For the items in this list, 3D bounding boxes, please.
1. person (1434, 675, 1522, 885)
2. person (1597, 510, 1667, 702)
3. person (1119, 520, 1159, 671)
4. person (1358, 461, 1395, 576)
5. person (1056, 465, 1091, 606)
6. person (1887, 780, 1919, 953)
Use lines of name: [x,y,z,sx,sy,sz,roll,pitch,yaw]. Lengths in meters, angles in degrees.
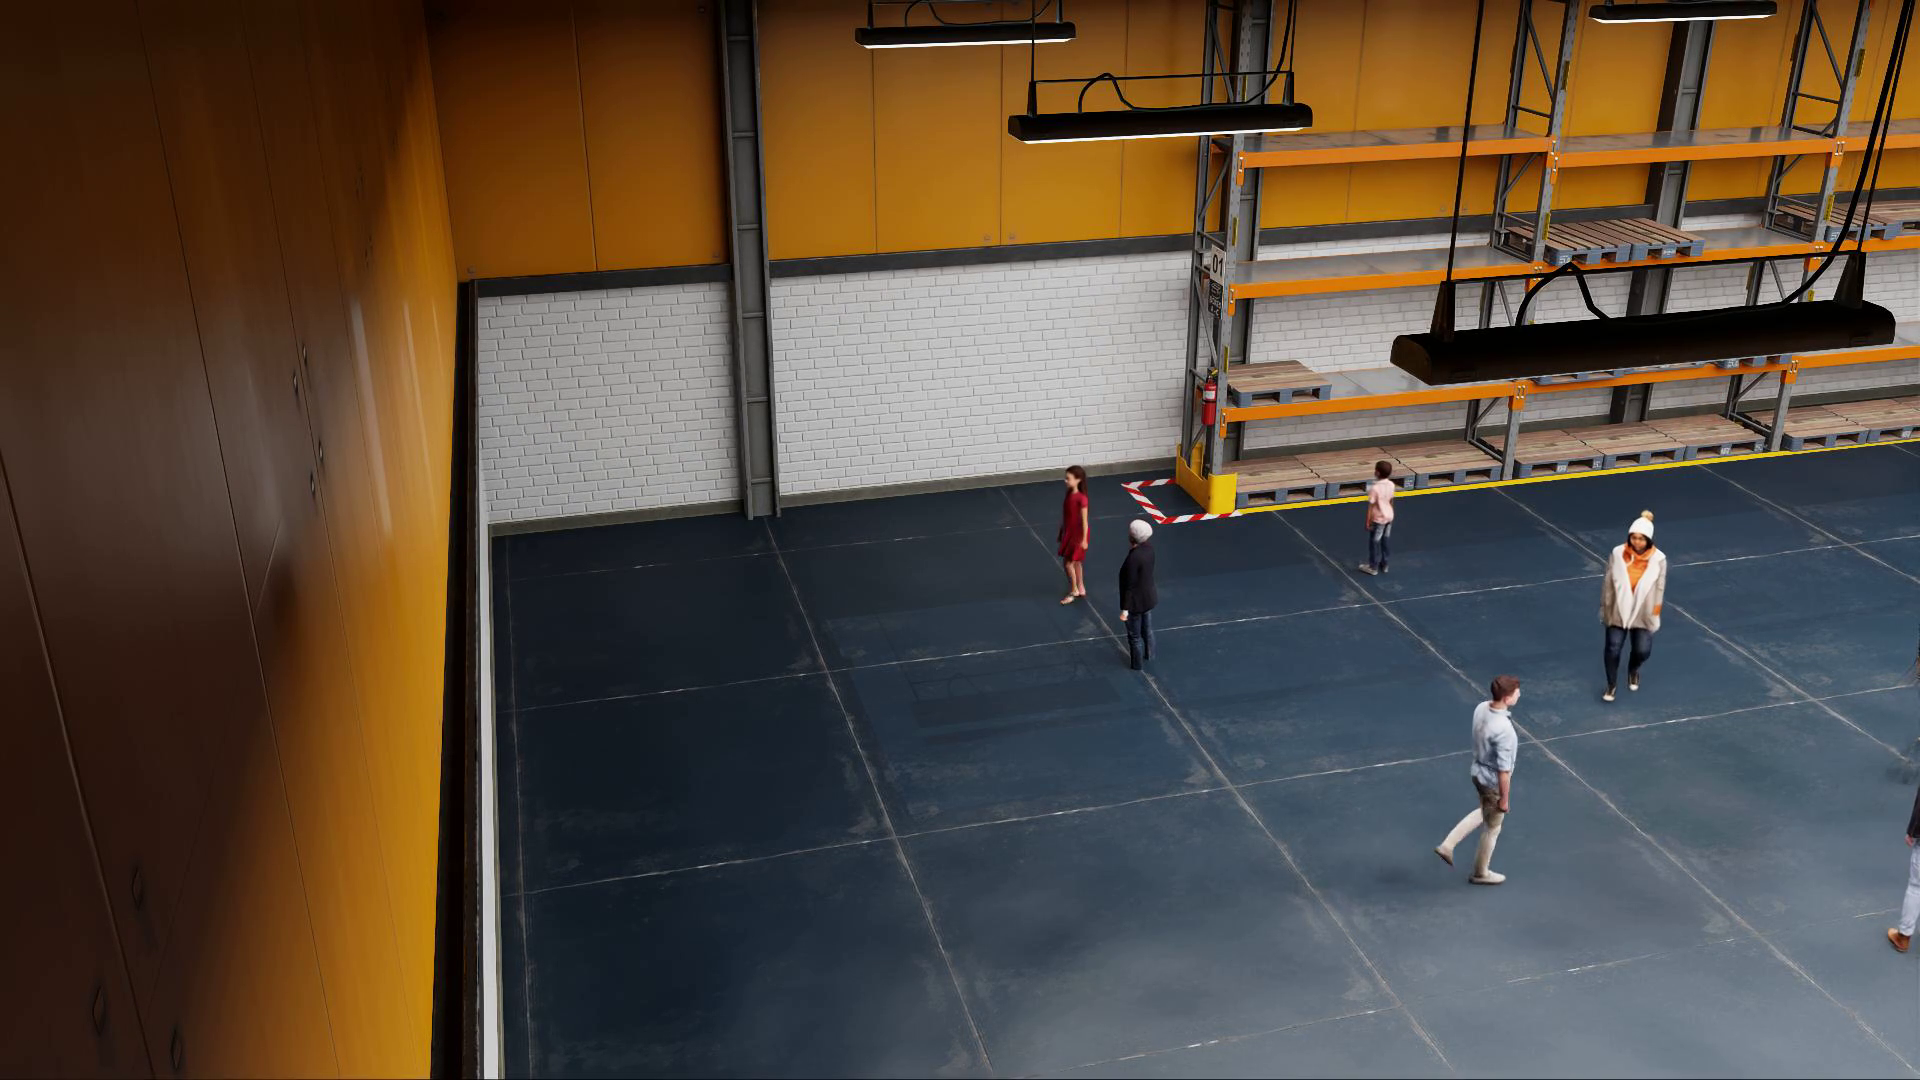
person: [3.999,1.858,12.818,0.842,1.834,0.716,-3,24,-6]
person: [6.329,0.595,15.640,0.902,1.886,0.965,11,26,23]
person: [1.770,0.642,16.317,0.799,1.781,0.808,18,29,35]
person: [4.643,-0.245,18.294,0.495,1.301,0.622,-14,27,-28]
person: [1.287,-0.074,17.605,0.685,1.538,0.617,-12,26,-25]
person: [7.120,2.198,12.037,0.690,1.836,0.801,7,25,16]
